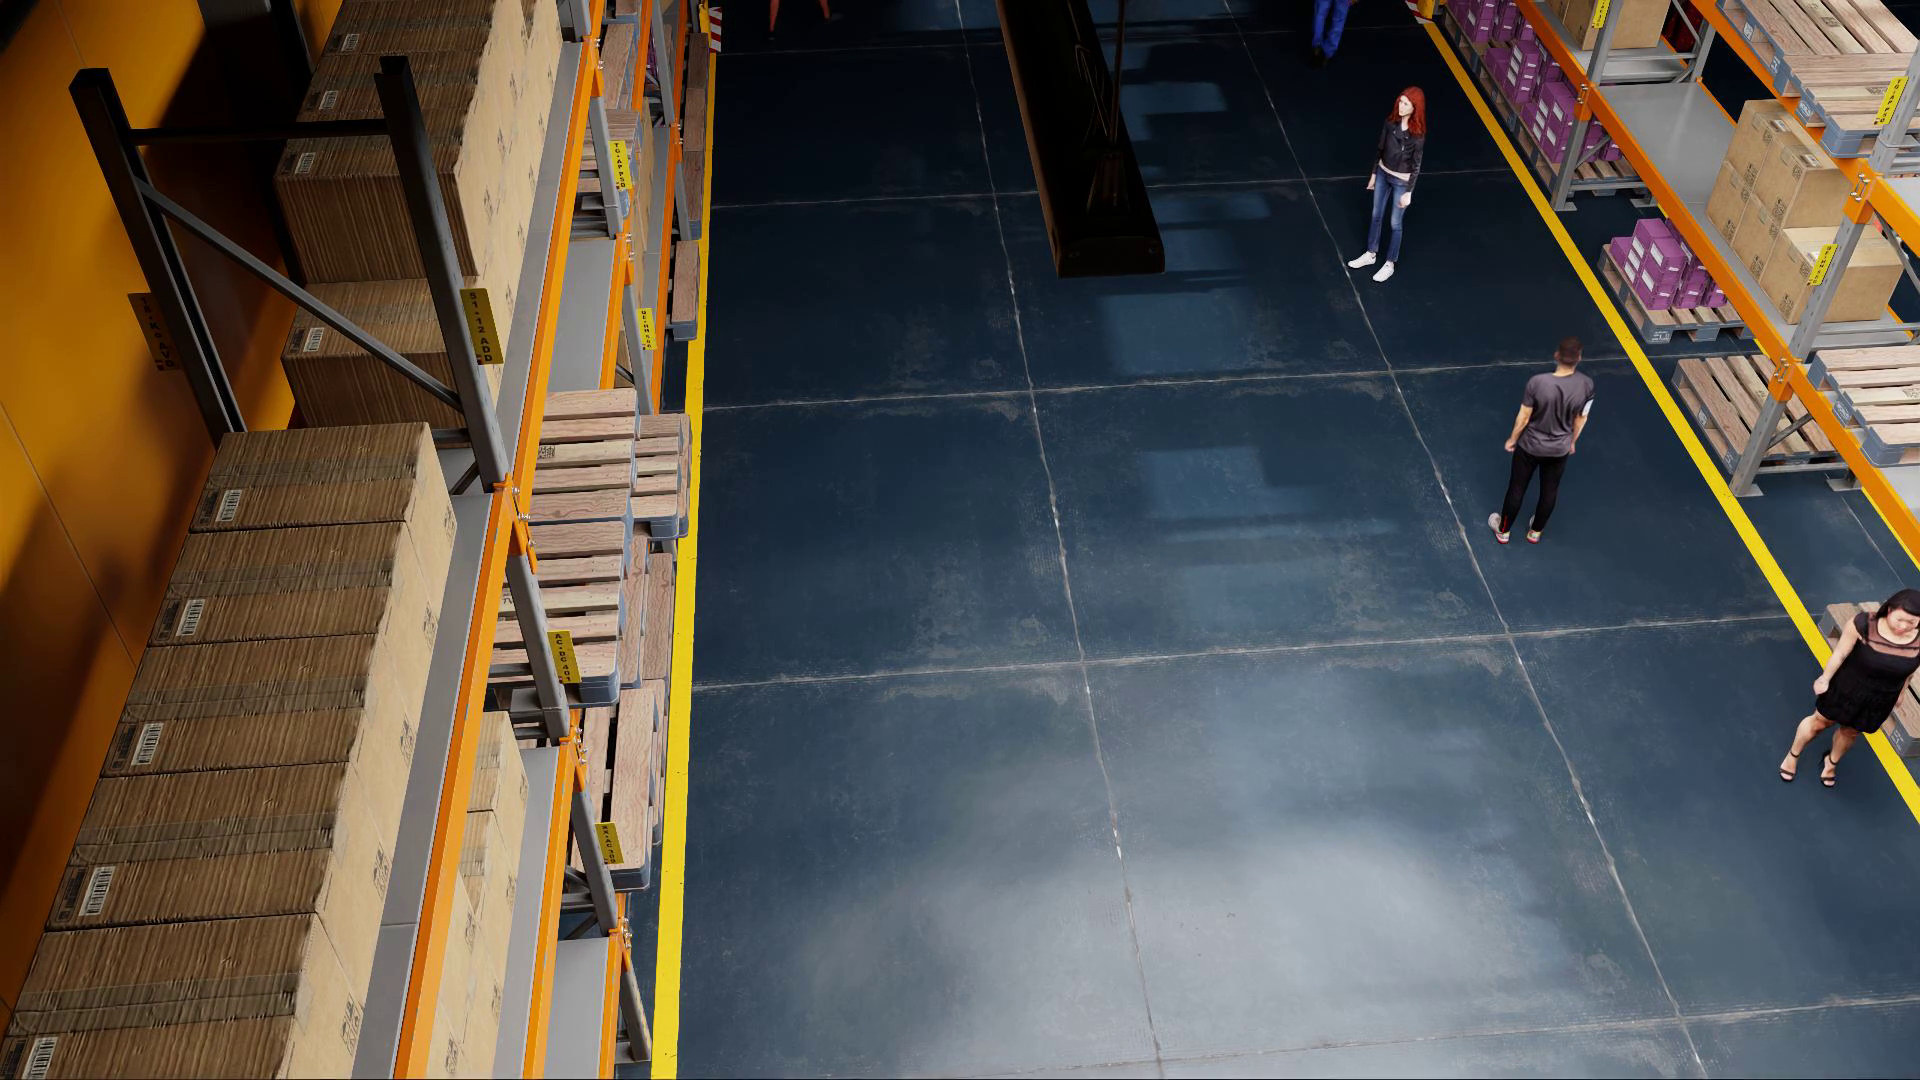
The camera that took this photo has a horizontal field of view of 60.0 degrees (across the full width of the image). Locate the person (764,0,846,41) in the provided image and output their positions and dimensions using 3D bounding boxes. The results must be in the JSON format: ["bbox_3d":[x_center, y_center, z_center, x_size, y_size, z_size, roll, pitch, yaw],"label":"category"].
[{"bbox_3d":[-1.767,-6.065,17.463,1.123,1.675,1.247,14,45,14],"label":"person"}]

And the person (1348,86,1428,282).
[{"bbox_3d":[3.707,-3.050,14.217,0.731,1.787,0.641,-30,51,-28],"label":"person"}]

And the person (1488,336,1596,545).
[{"bbox_3d":[4.124,-0.681,11.750,0.675,1.760,0.602,3,44,3],"label":"person"}]

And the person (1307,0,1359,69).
[{"bbox_3d":[3.805,-5.611,16.894,0.875,1.804,0.984,14,45,15],"label":"person"}]

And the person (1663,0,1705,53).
[{"bbox_3d":[7.661,-5.838,17.253,0.738,1.637,0.720,-17,46,-17],"label":"person"}]

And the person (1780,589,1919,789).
[{"bbox_3d":[5.472,0.906,10.116,0.739,1.716,0.718,10,45,10],"label":"person"}]
